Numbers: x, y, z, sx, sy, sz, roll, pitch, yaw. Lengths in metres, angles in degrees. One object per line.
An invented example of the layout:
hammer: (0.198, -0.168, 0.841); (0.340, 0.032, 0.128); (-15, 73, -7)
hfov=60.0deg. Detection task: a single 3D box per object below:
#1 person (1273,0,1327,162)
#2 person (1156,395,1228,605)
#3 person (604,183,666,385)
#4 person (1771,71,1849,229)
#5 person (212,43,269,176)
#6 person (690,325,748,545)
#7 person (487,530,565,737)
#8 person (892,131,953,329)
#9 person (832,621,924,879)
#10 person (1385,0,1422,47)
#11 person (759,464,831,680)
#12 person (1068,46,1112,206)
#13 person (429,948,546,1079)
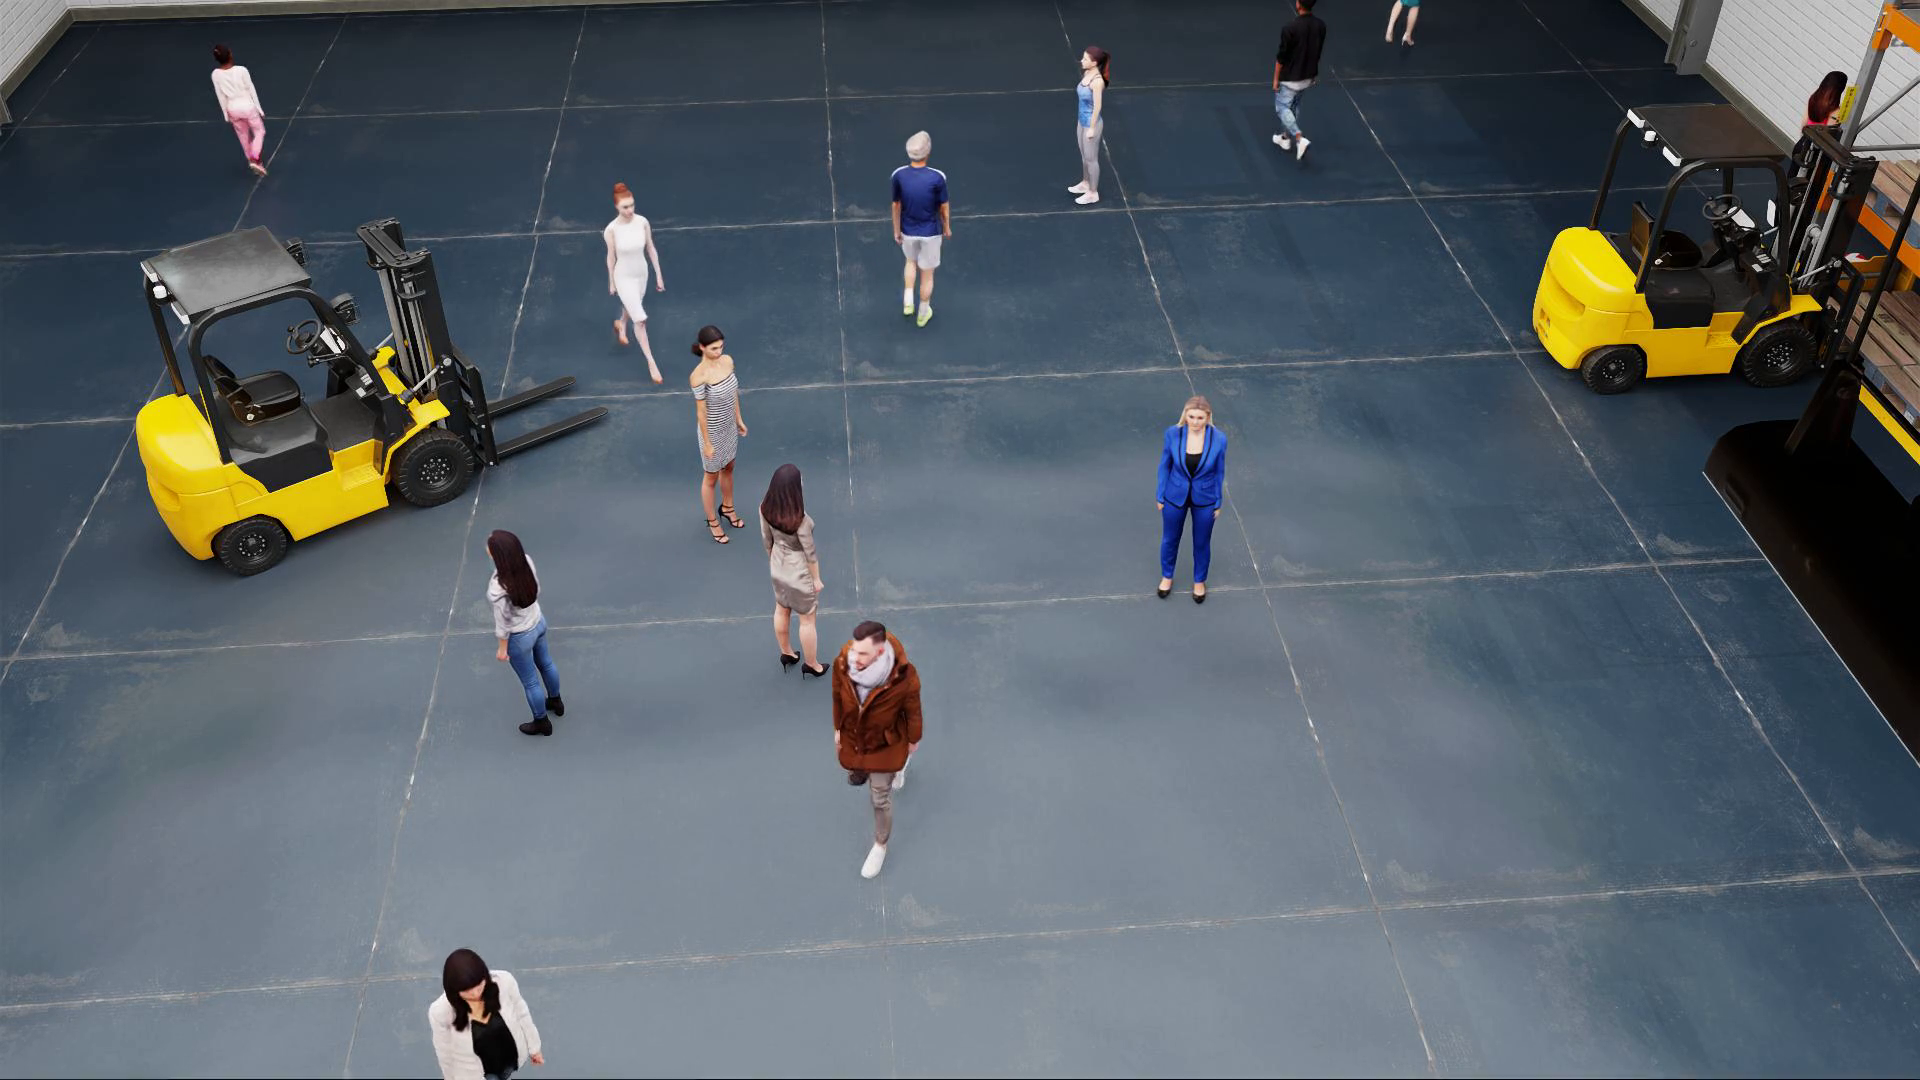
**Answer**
person: (3.563, -4.841, 17.388); (0.907, 1.788, 1.108); (-15, 41, -18)
person: (1.628, -0.302, 11.775); (0.671, 1.700, 0.628); (6, 39, 8)
person: (-2.828, -2.236, 14.155); (0.973, 1.751, 1.170); (-26, 45, -29)
person: (8.269, -3.746, 16.120); (0.685, 1.660, 0.532); (-12, 40, -14)
person: (-7.406, -4.414, 17.136); (0.561, 1.435, 0.739); (-4, 39, -5)
person: (-1.797, -0.792, 12.288); (0.746, 1.824, 0.658); (21, 43, 24)
person: (-2.800, 0.588, 10.714); (0.730, 1.633, 0.581); (11, 40, 13)
person: (-0.359, -2.691, 14.666); (0.723, 1.825, 0.722); (9, 39, 11)
person: (-0.486, 1.125, 9.900); (1.006, 1.810, 1.196); (14, 41, 17)
person: (5.348, -6.648, 19.739); (0.777, 1.677, 0.833); (32, 48, 33)
person: (-1.110, 0.223, 11.081); (0.659, 1.746, 0.701); (24, 44, 27)
person: (1.304, -4.177, 16.699); (0.643, 1.610, 0.507); (-7, 39, -9)
person: (-2.386, 2.519, 8.325); (1.031, 1.597, 1.170); (-28, 46, -31)
